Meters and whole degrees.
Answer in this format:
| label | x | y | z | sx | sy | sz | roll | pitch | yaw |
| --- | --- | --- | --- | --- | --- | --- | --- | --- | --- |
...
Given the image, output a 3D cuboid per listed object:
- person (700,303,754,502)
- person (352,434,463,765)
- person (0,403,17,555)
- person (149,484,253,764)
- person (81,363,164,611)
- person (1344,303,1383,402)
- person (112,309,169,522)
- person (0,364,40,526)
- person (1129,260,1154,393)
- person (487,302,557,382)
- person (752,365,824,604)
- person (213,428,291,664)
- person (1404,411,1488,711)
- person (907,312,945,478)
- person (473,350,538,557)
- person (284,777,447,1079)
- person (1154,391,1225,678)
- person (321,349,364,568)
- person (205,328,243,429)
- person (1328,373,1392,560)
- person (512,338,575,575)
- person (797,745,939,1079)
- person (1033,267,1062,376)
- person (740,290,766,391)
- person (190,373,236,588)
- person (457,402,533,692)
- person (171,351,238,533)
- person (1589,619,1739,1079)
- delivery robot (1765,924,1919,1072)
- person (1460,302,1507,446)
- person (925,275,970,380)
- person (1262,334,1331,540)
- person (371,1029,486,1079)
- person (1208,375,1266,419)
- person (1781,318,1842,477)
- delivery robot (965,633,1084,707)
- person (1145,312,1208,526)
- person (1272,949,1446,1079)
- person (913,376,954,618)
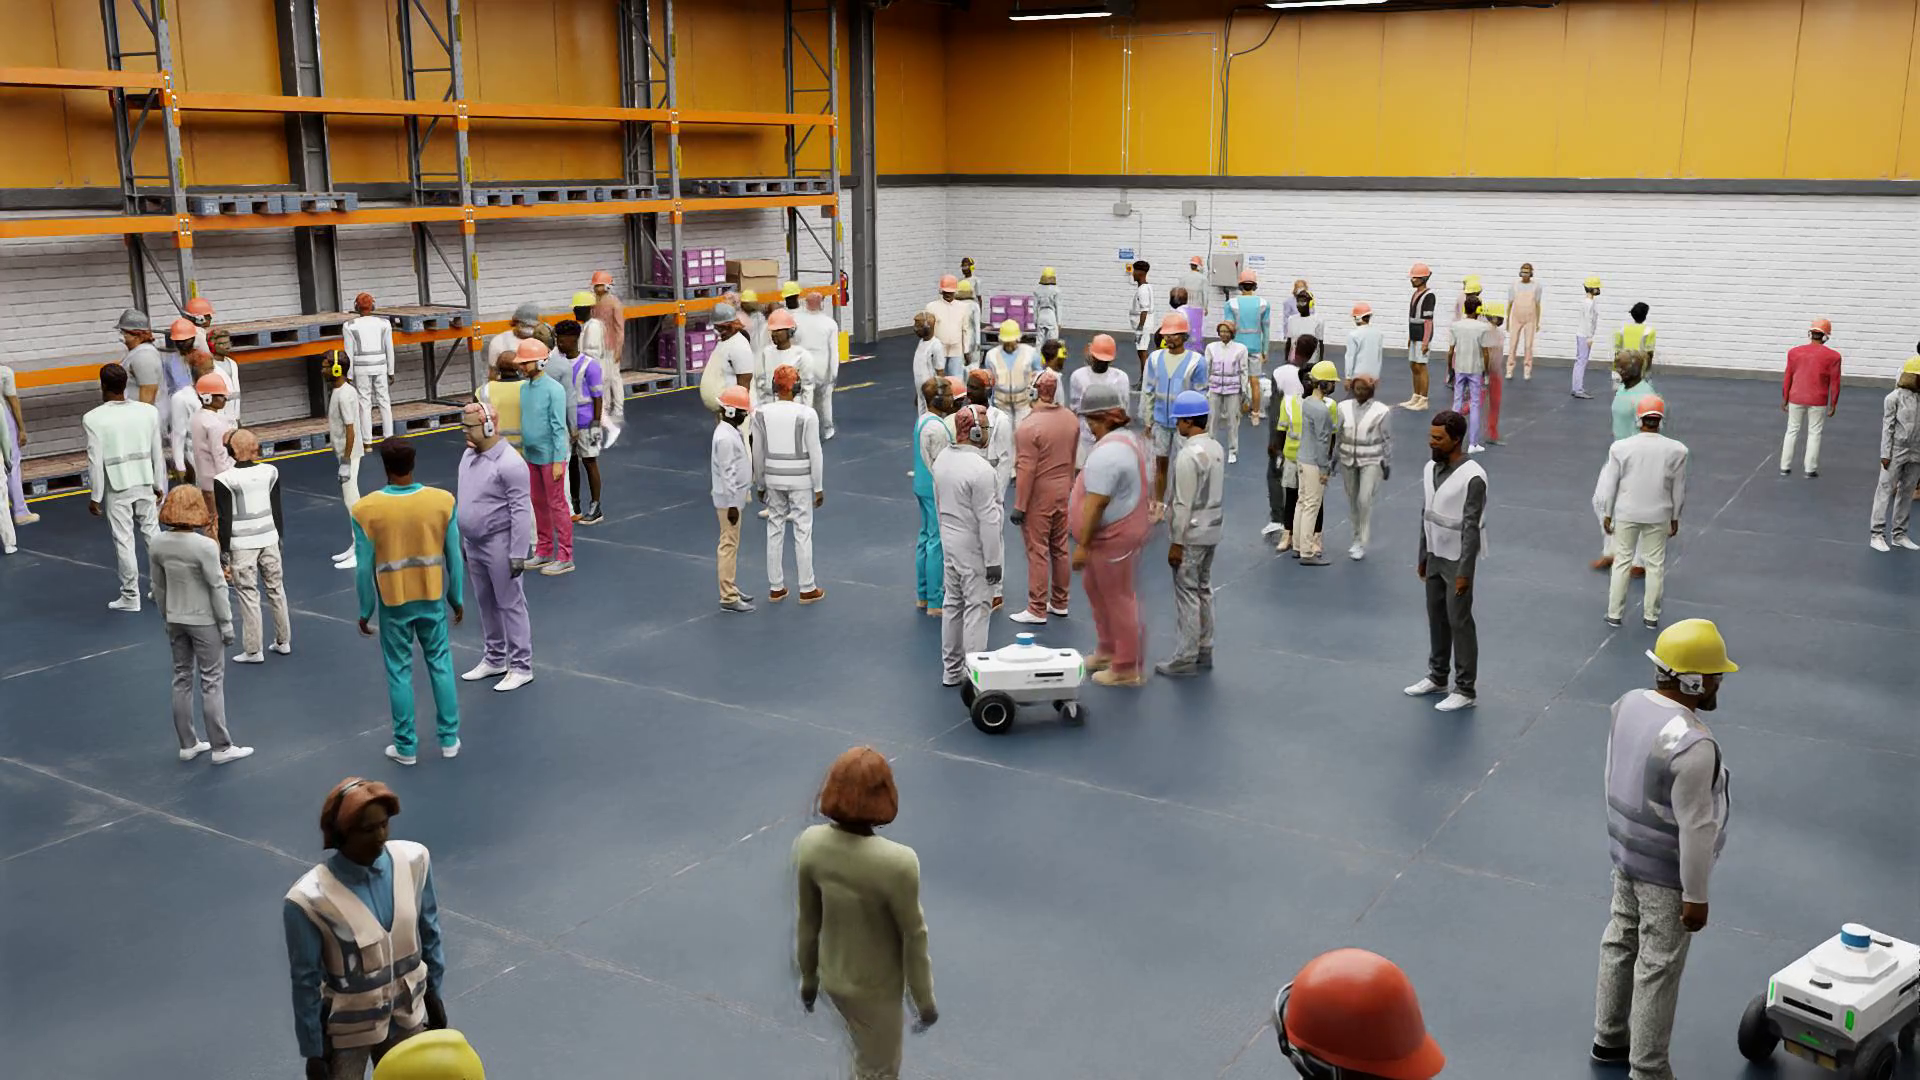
| label | x | y | z | sx | sy | sz | roll | pitch | yaw |
| --- | --- | --- | --- | --- | --- | --- | --- | --- | --- |
| person | -2.355 | -1.391 | 16.840 | 0.537 | 2.000 | 0.675 | -5 | 14 | -21 |
| person | -3.153 | 0.347 | 9.575 | 0.596 | 1.914 | 0.372 | -8 | 15 | -31 |
| person | -8.542 | -0.649 | 14.499 | 0.513 | 1.641 | 0.307 | -10 | 16 | -36 |
| person | -4.402 | 0.485 | 9.591 | 0.499 | 1.634 | 0.279 | 5 | 14 | 19 |
| person | -6.417 | -0.404 | 12.825 | 0.392 | 1.920 | 0.589 | 8 | 15 | 33 |
| person | 4.882 | -2.014 | 20.246 | 0.571 | 1.726 | 0.438 | -8 | 15 | -32 |
| person | -7.900 | -1.198 | 16.003 | 0.537 | 2.000 | 0.682 | -6 | 14 | -25 |
| person | -9.122 | -1.047 | 15.774 | 0.507 | 1.846 | 0.345 | 0 | 13 | 2 |
| person | 2.692 | -3.167 | 24.705 | 0.366 | 1.967 | 0.603 | 2 | 13 | 10 |
| person | -4.502 | -1.468 | 17.175 | 0.704 | 2.000 | 0.536 | -4 | 13 | -15 |
| person | -1.335 | -0.432 | 13.023 | 0.573 | 1.886 | 0.355 | 4 | 14 | 16 |
| person | -4.897 | 0.042 | 11.504 | 0.309 | 1.638 | 0.522 | 7 | 15 | 28 |
| person | 3.123 | 0.123 | 10.581 | 0.392 | 1.909 | 0.585 | -4 | 14 | -17 |
| person | -0.346 | -1.539 | 17.925 | 0.343 | 1.840 | 0.507 | -6 | 14 | -26 |
| person | -3.844 | -0.722 | 14.378 | 0.633 | 1.841 | 0.429 | -2 | 13 | -7 |
| person | -1.830 | 1.507 | 5.173 | 0.318 | 1.630 | 0.512 | 9 | 16 | 34 |
| person | 1.568 | -0.039 | 11.223 | 0.419 | 1.933 | 0.620 | 7 | 15 | 27 |
| person | -5.257 | -0.694 | 14.192 | 0.329 | 1.872 | 0.509 | -5 | 14 | -21 |
| person | -7.152 | -1.126 | 16.112 | 0.396 | 1.847 | 0.564 | 2 | 13 | 7 |
| person | 3.454 | -0.635 | 14.499 | 0.505 | 1.609 | 0.730 | 10 | 16 | 37 |
| person | -3.514 | -0.702 | 13.981 | 0.611 | 1.987 | 0.396 | 12 | 18 | 42 |
| person | -0.356 | 1.459 | 5.416 | 0.500 | 1.607 | 0.701 | 12 | 17 | 41 |
| person | 1.407 | -3.473 | 26.544 | 0.483 | 1.734 | 0.317 | 7 | 15 | 27 |
| person | -2.834 | -2.583 | 22.752 | 0.494 | 1.700 | 0.893 | 9 | 16 | 33 |
| person | -6.028 | -0.483 | 13.531 | 0.326 | 1.748 | 0.573 | -11 | 17 | -39 |
| person | -3.085 | 0.042 | 10.919 | 0.651 | 1.906 | 0.401 | 11 | 17 | 41 |
| person | -6.529 | -0.726 | 14.426 | 0.991 | 1.840 | 0.579 | 4 | 14 | 16 |
| person | 2.611 | 1.176 | 6.162 | 0.403 | 1.830 | 0.599 | -1 | 13 | -6 |
| delivery robot | 3.423 | 1.717 | 6.398 | 0.707 | 0.478 | 0.477 | -11 | 17 | -37 |
| person | 6.391 | -2.041 | 20.302 | 0.536 | 1.748 | 0.681 | -8 | 15 | -32 |
| person | -0.161 | -2.415 | 21.403 | 0.610 | 1.985 | 0.393 | -4 | 14 | -18 |
| person | 3.112 | -0.938 | 15.236 | 0.612 | 1.874 | 0.467 | -2 | 13 | -8 |
| person | -1.077 | 1.836 | 3.467 | 0.339 | 1.759 | 0.528 | -5 | 14 | -22 |
| person | 3.733 | -2.390 | 22.149 | 0.795 | 1.587 | 0.645 | 4 | 14 | 19 |
| person | 9.314 | -1.553 | 18.207 | 0.575 | 1.738 | 0.351 | 10 | 16 | 37 |
| delivery robot | 0.400 | 0.819 | 10.302 | 0.707 | 0.478 | 0.477 | -2 | 13 | -9 |
| person | 2.009 | -1.114 | 15.631 | 0.609 | 2.044 | 0.393 | 8 | 15 | 31 |
| person | 0.735 | 1.743 | 3.347 | 0.386 | 1.992 | 0.624 | 8 | 15 | 32 |
| person | -0.175 | -0.329 | 12.658 | 0.341 | 1.846 | 0.511 | -4 | 14 | -17 |
